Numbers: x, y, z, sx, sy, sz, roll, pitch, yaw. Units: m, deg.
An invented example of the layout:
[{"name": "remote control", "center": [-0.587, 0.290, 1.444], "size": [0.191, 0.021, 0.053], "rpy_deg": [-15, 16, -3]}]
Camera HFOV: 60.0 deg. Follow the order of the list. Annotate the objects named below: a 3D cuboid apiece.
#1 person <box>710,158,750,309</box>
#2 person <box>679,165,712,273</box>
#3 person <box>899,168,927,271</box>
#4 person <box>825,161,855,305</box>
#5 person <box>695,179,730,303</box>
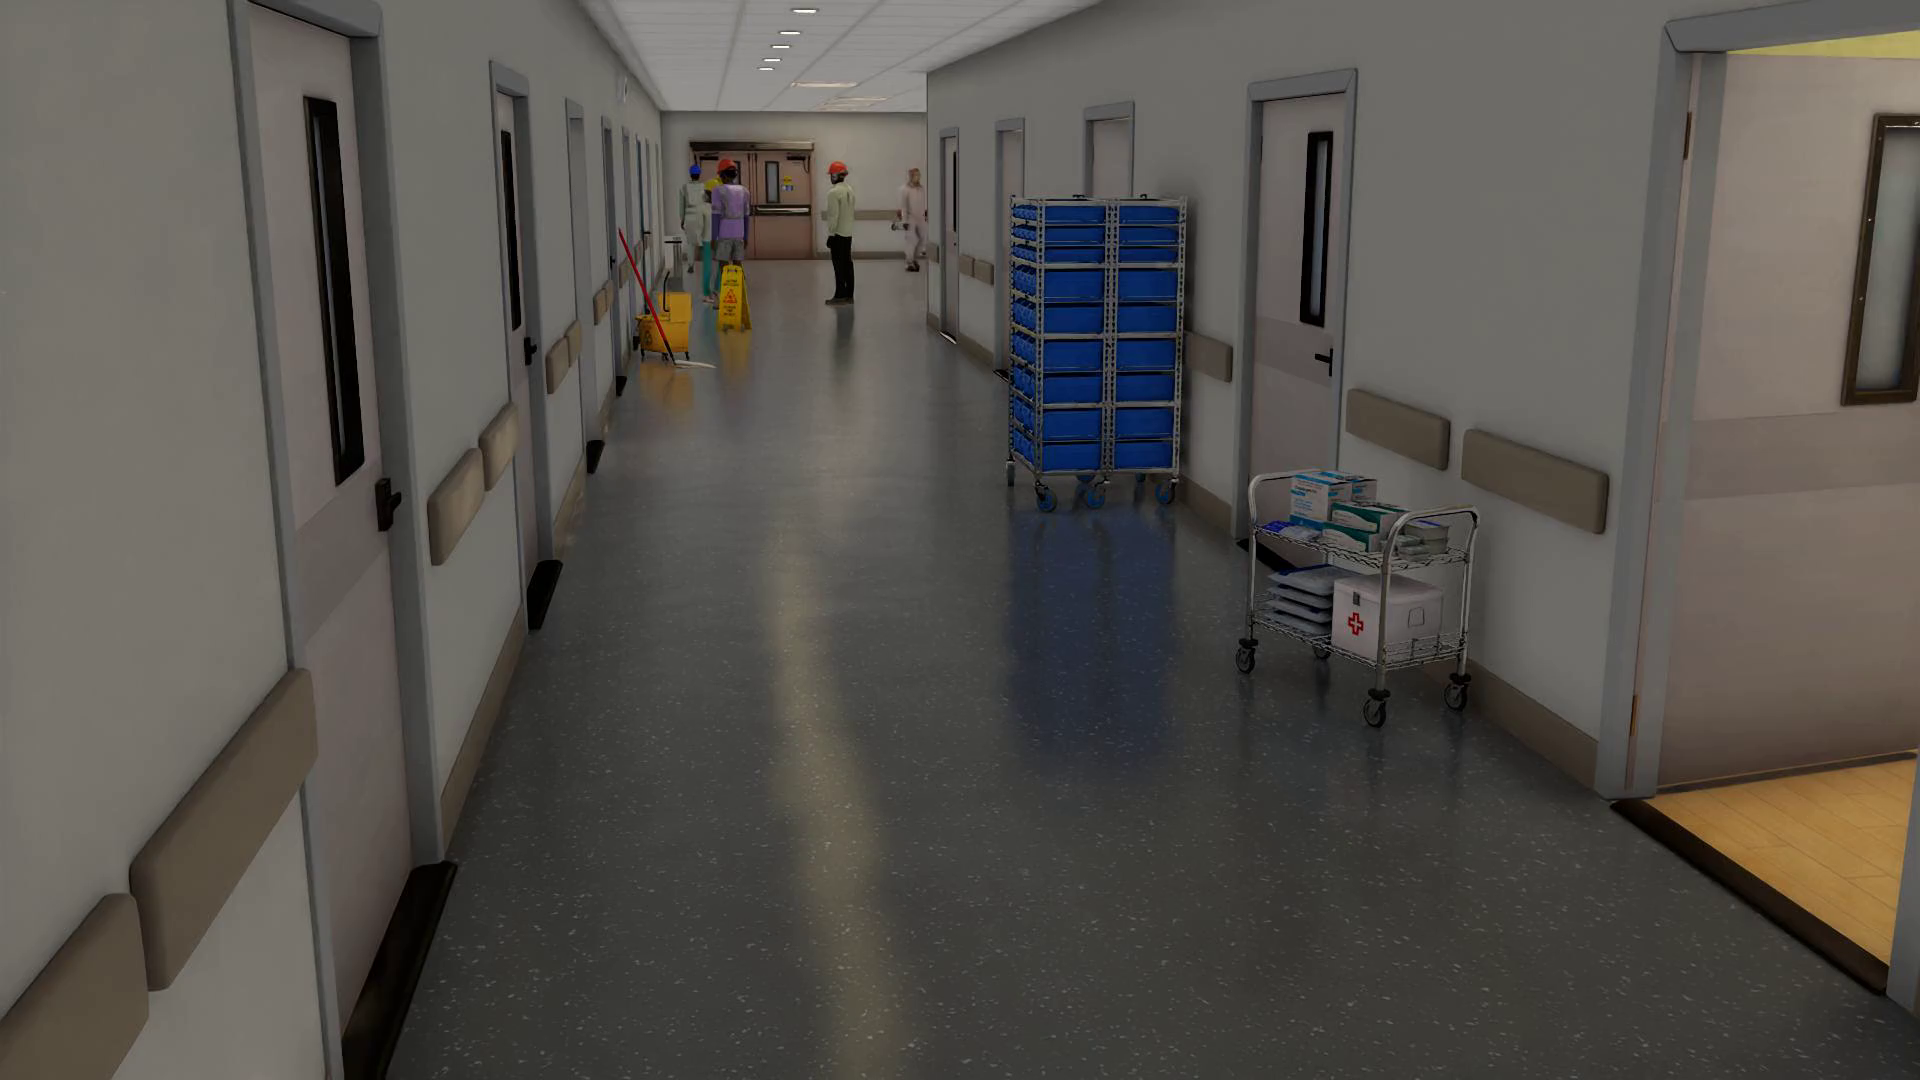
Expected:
[{"name": "person", "center": [-3.137, -4.149, 22.617], "size": [0.408, 2.029, 0.611], "rpy_deg": [12, 17, 43]}, {"name": "person", "center": [-4.807, -5.857, 30.366], "size": [0.614, 1.946, 0.389], "rpy_deg": [-2, 13, -7]}, {"name": "person", "center": [-0.838, -5.919, 30.769], "size": [0.642, 1.896, 0.417], "rpy_deg": [-12, 17, -42]}, {"name": "person", "center": [-1.692, -4.302, 23.356], "size": [0.384, 1.993, 0.623], "rpy_deg": [6, 14, 25]}, {"name": "person", "center": [-3.504, -4.243, 23.649], "size": [0.590, 1.742, 0.450], "rpy_deg": [-10, 16, -36]}]
